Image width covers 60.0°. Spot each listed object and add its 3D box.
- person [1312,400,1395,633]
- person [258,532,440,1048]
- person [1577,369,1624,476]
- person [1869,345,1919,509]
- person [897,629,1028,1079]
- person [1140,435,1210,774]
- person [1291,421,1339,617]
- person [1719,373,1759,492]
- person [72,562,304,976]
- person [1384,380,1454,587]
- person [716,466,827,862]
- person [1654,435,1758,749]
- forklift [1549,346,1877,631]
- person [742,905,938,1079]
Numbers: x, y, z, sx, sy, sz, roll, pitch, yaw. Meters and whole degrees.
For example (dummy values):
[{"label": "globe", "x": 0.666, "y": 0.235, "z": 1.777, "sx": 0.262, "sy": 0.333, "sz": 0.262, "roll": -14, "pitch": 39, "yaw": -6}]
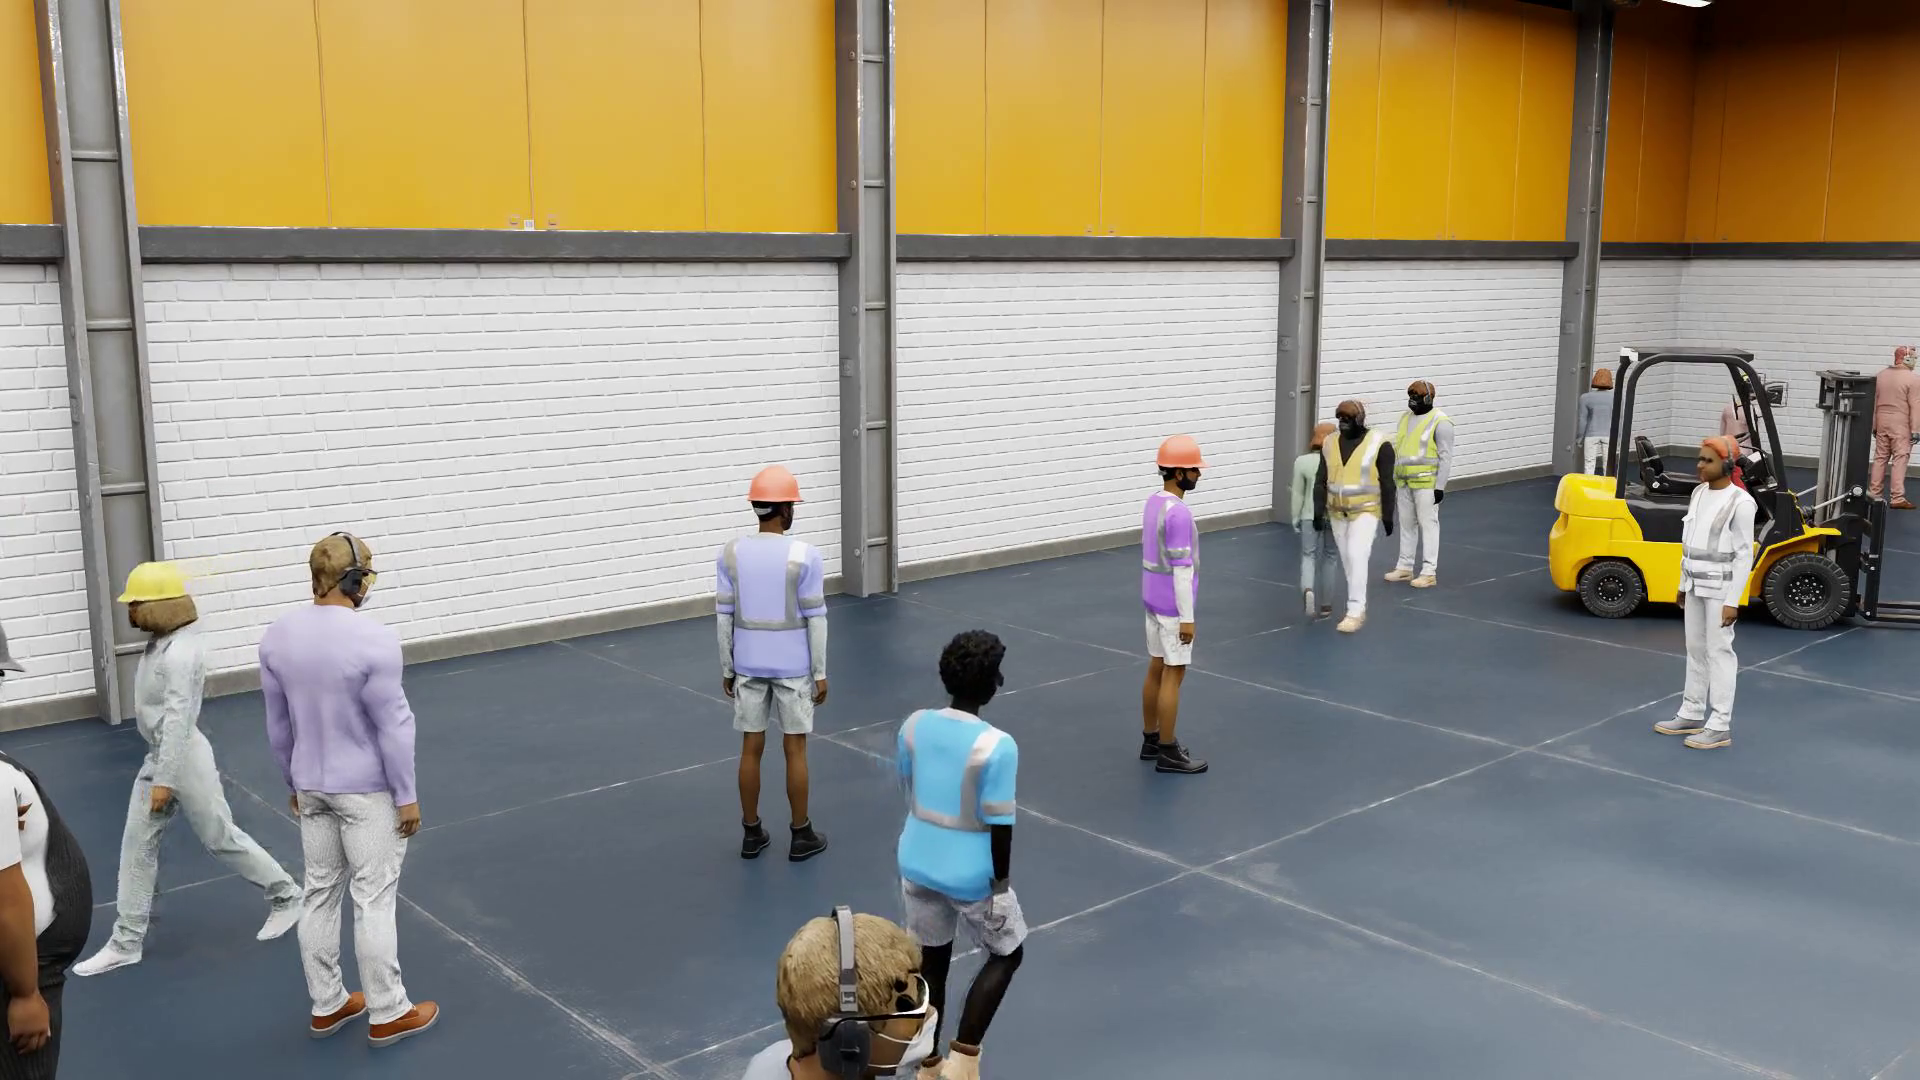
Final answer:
[{"label": "person", "x": 3.046, "y": -0.189, "z": 13.114, "sx": 0.632, "sy": 1.813, "sz": 0.773, "roll": 9, "pitch": 13, "yaw": 44}, {"label": "person", "x": -2.283, "y": 0.930, "z": 6.210, "sx": 0.627, "sy": 1.934, "sz": 0.371, "roll": 4, "pitch": 10, "yaw": 21}, {"label": "person", "x": 7.496, "y": -1.189, "z": 19.488, "sx": 0.499, "sy": 1.634, "sz": 0.279, "roll": 3, "pitch": 10, "yaw": 17}, {"label": "person", "x": 10.975, "y": -1.319, "z": 19.464, "sx": 0.401, "sy": 1.904, "sz": 0.648, "roll": -3, "pitch": 10, "yaw": -18}, {"label": "person", "x": 0.004, "y": 1.137, "z": 5.726, "sx": 0.549, "sy": 1.679, "sz": 0.370, "roll": 8, "pitch": 13, "yaw": 39}, {"label": "person", "x": 1.230, "y": 0.362, "z": 9.518, "sx": 0.356, "sy": 1.937, "sz": 0.552, "roll": -2, "pitch": 10, "yaw": -12}, {"label": "person", "x": 2.938, "y": -0.155, "z": 13.507, "sx": 0.501, "sy": 1.615, "sz": 0.628, "roll": 3, "pitch": 10, "yaw": 15}, {"label": "person", "x": 7.972, "y": -0.829, "z": 17.008, "sx": 0.329, "sy": 1.765, "sz": 0.526, "roll": -2, "pitch": 10, "yaw": -11}, {"label": "person", "x": -3.233, "y": 0.918, "z": 6.957, "sx": 0.903, "sy": 1.703, "sz": 0.489, "roll": -9, "pitch": 13, "yaw": -42}, {"label": "person", "x": 4.093, "y": -0.505, "z": 14.880, "sx": 0.429, "sy": 1.842, "sz": 0.635, "roll": -5, "pitch": 11, "yaw": -28}, {"label": "person", "x": -0.903, "y": 0.602, "z": 8.121, "sx": 0.549, "sy": 1.933, "sz": 0.373, "roll": 2, "pitch": 10, "yaw": 13}, {"label": "person", "x": 4.507, "y": 0.309, "z": 10.001, "sx": 0.355, "sy": 1.880, "sz": 0.574, "roll": -1, "pitch": 10, "yaw": -8}, {"label": "forklift", "x": 6.109, "y": -0.478, "z": 13.691, "sx": 2.313, "sy": 2.155, "sz": 1.214, "roll": 3, "pitch": 10, "yaw": 16}, {"label": "person", "x": -0.198, "y": 1.524, "z": 2.716, "sx": 0.356, "sy": 1.938, "sz": 0.638, "roll": -3, "pitch": 10, "yaw": -18}]
